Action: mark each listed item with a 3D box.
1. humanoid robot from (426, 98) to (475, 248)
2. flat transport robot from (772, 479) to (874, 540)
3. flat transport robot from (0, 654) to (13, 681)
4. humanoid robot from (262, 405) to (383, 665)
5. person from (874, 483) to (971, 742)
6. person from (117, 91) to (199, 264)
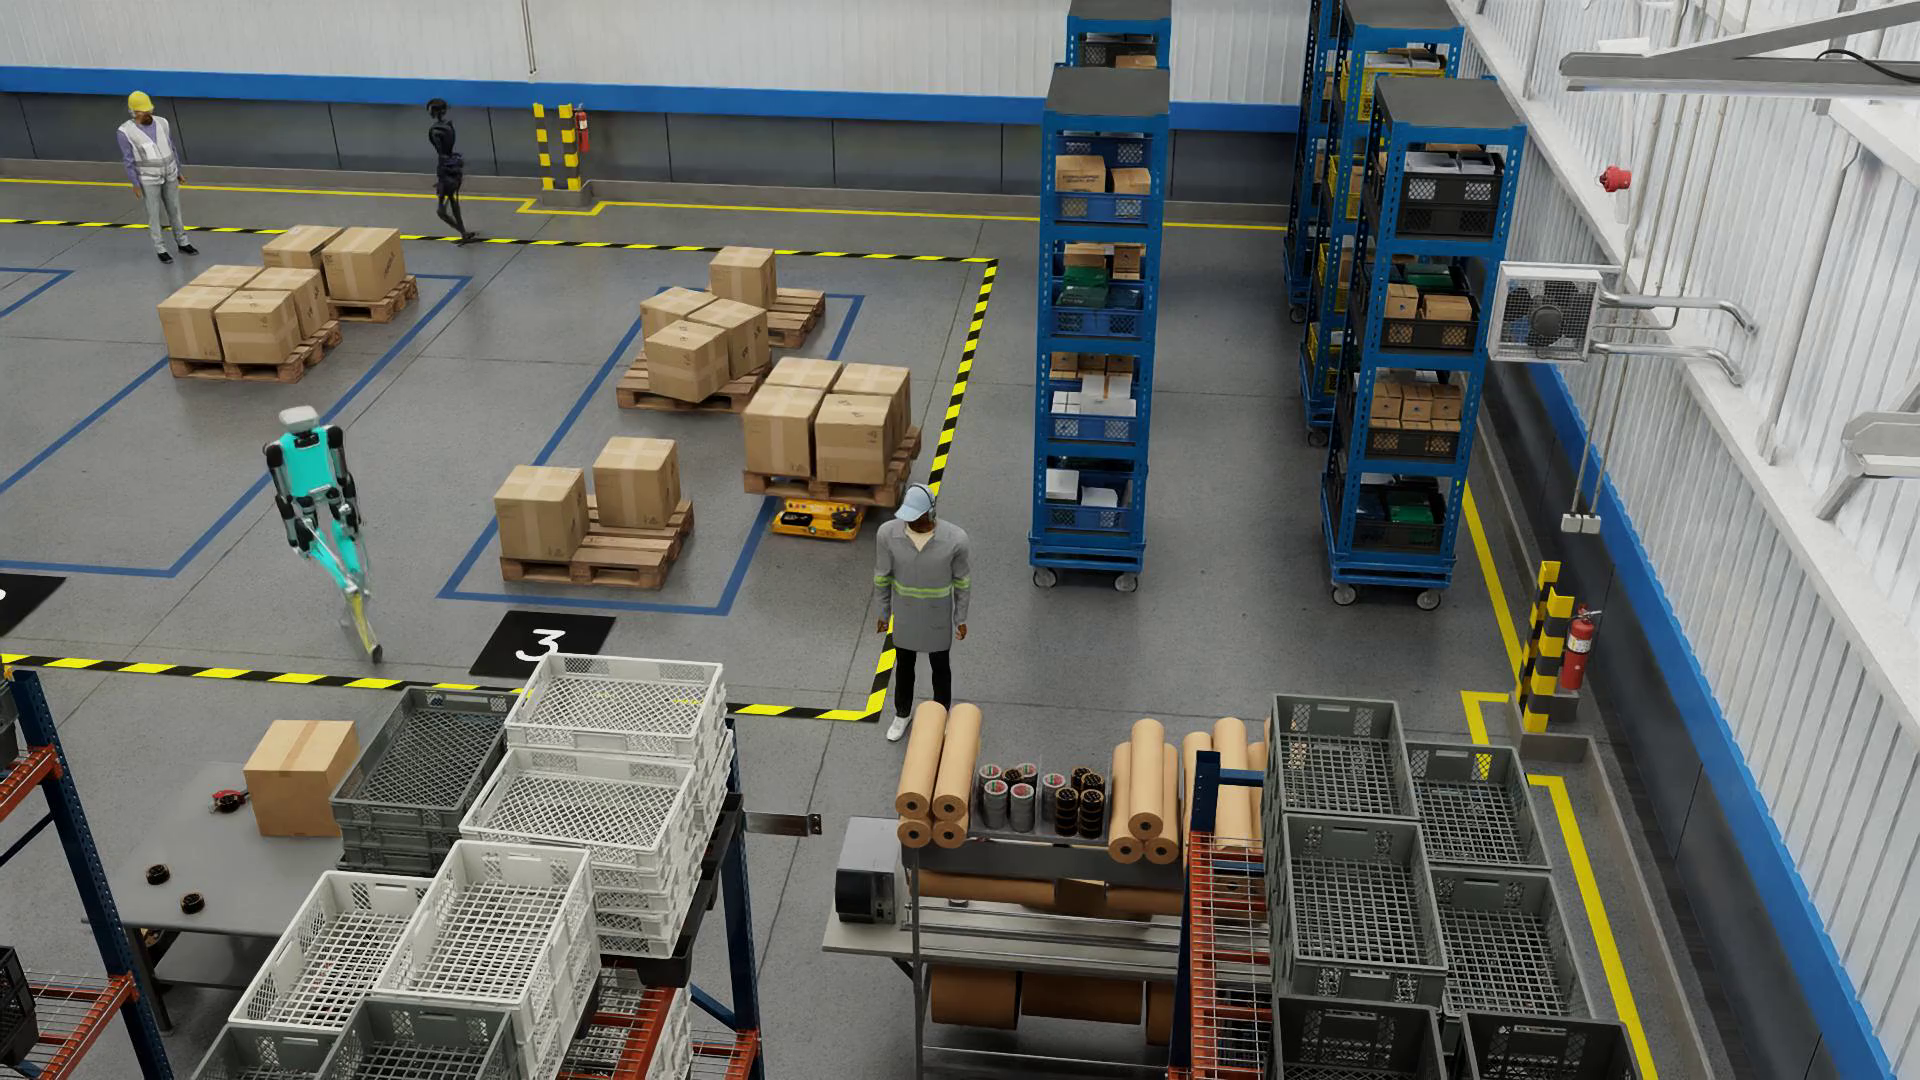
[{"bbox_3d":[-5.597,-4.012,18.163,0.335,1.643,0.609,-2,30,-3],"label":"humanoid robot"},{"bbox_3d":[-1.007,-0.459,13.434,0.652,0.197,1.431,5,31,9],"label":"flat transport robot"},{"bbox_3d":[-7.142,0.969,11.010,1.431,0.231,0.659,3,30,6],"label":"flat transport robot"},{"bbox_3d":[-4.162,0.024,11.227,0.530,1.782,1.015,-25,39,-36],"label":"humanoid robot"},{"bbox_3d":[-0.239,0.463,10.305,0.597,1.849,0.388,4,30,7],"label":"person"},{"bbox_3d":[-8.592,-3.892,17.802,0.404,1.831,0.599,19,35,29],"label":"person"}]
